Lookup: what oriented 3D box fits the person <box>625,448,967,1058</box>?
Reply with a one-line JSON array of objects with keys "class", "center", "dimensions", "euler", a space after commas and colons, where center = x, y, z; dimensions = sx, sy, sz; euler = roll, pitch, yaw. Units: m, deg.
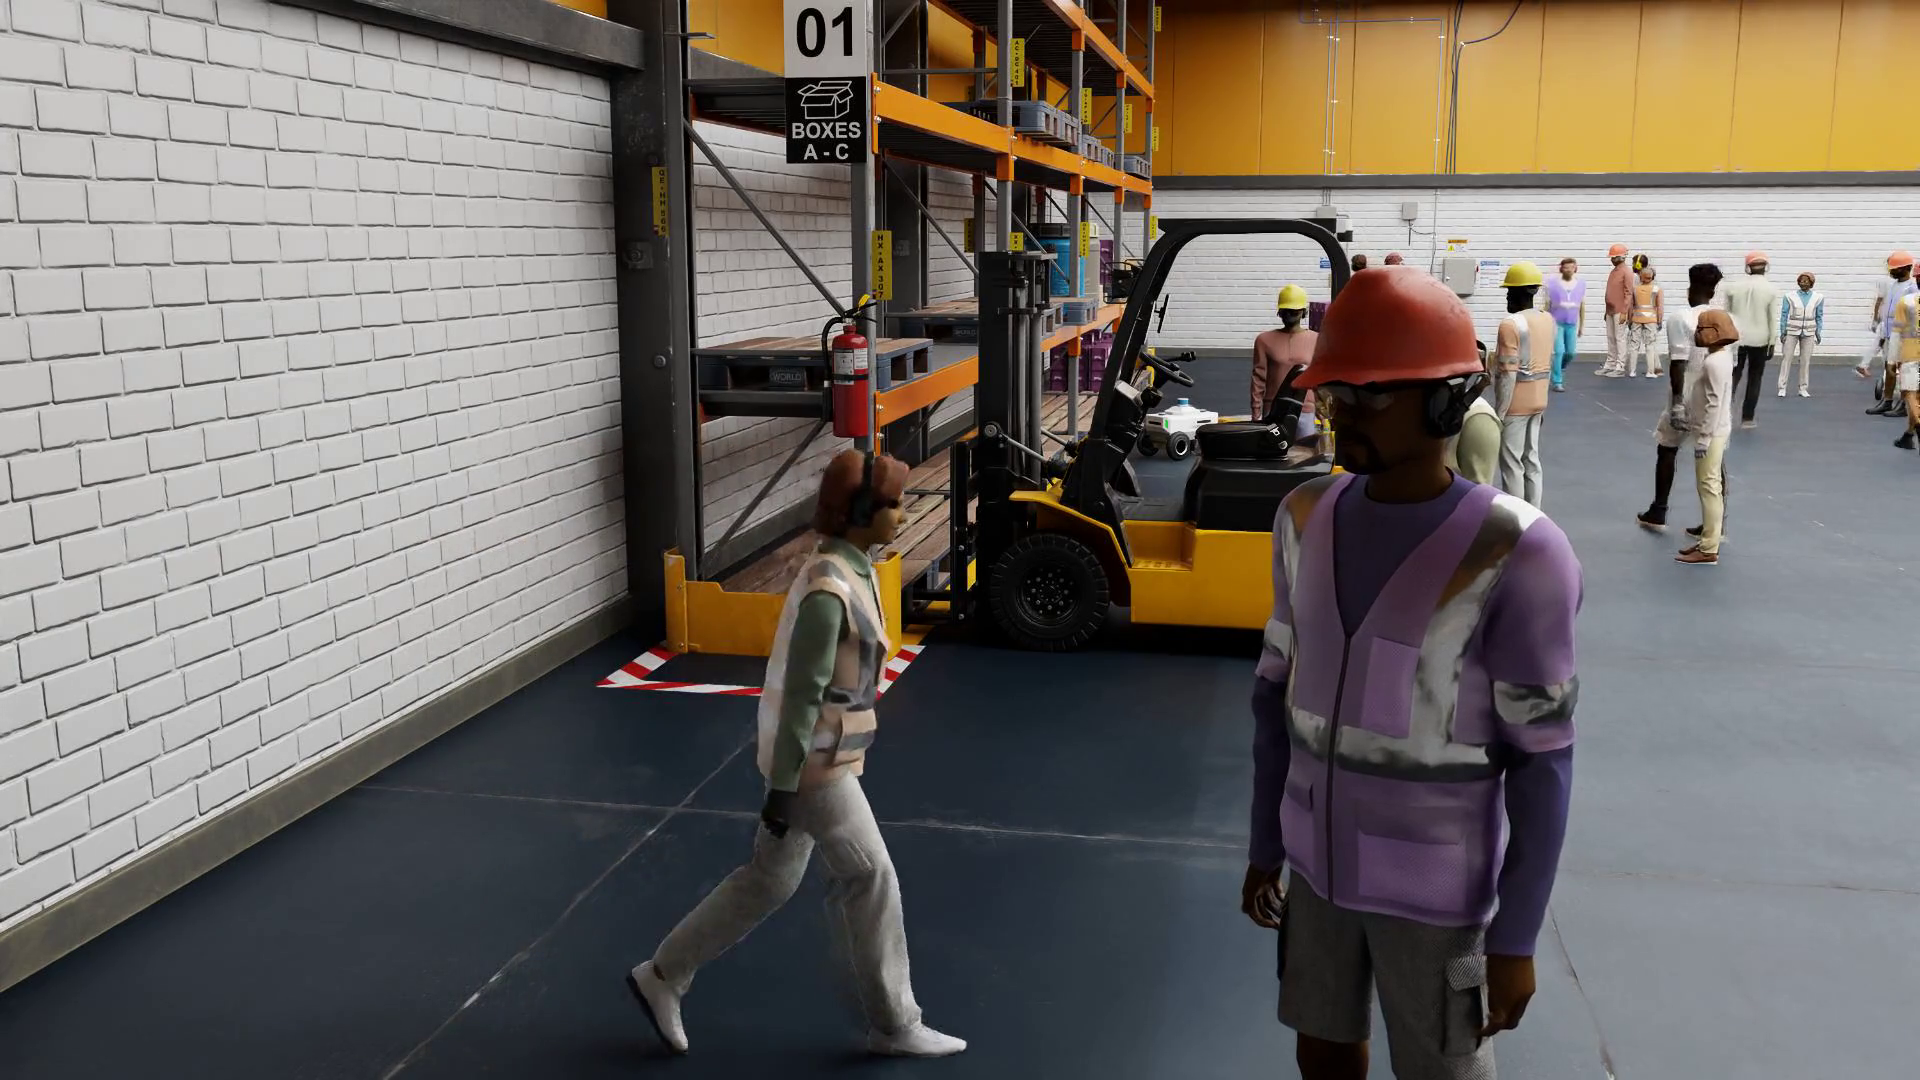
[{"class": "person", "center": [-0.441, 0.551, 4.195], "dimensions": [0.835, 1.589, 0.523], "euler": [0, 10, -2]}]

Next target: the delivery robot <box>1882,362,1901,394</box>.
[{"class": "delivery robot", "center": [12.108, -2.124, 21.407], "dimensions": [0.477, 0.478, 0.707], "euler": [6, 12, 32]}]

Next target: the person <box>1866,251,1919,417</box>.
[{"class": "person", "center": [10.913, -2.392, 19.375], "dimensions": [0.384, 1.927, 0.544], "euler": [-1, 10, -5]}]

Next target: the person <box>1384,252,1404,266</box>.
[{"class": "person", "center": [5.254, -2.535, 20.231], "dimensions": [0.636, 1.903, 0.404], "euler": [2, 11, 12]}]

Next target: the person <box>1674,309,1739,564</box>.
[{"class": "person", "center": [4.800, -0.659, 10.677], "dimensions": [0.269, 1.632, 0.509], "euler": [6, 12, 29]}]

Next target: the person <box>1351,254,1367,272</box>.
[{"class": "person", "center": [6.243, -3.588, 26.239], "dimensions": [0.691, 1.825, 0.564], "euler": [-9, 13, -40]}]

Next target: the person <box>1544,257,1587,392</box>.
[{"class": "person", "center": [8.187, -2.931, 22.614], "dimensions": [0.571, 1.830, 0.597], "euler": [0, 10, -1]}]

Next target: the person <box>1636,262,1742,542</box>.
[{"class": "person", "center": [5.150, -0.974, 11.649], "dimensions": [0.608, 1.905, 0.886], "euler": [-2, 11, -11]}]

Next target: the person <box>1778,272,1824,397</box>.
[{"class": "person", "center": [10.997, -2.684, 21.767], "dimensions": [0.513, 1.637, 0.313], "euler": [3, 11, 14]}]

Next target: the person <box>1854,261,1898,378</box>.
[{"class": "person", "center": [13.585, -3.247, 24.357], "dimensions": [0.535, 1.829, 0.951], "euler": [-5, 12, -27]}]

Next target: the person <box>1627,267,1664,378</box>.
[{"class": "person", "center": [10.159, -3.217, 24.676], "dimensions": [0.514, 1.642, 0.311], "euler": [9, 13, 39]}]

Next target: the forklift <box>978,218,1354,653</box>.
[{"class": "forklift", "center": [1.285, -0.567, 8.635], "dimensions": [2.313, 2.155, 1.214], "euler": [2, 11, 11]}]

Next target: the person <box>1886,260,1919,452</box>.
[{"class": "person", "center": [9.326, -1.779, 16.111], "dimensions": [0.549, 1.905, 0.906], "euler": [2, 11, 10]}]

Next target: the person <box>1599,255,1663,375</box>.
[{"class": "person", "center": [10.284, -3.418, 25.296], "dimensions": [0.978, 1.817, 0.542], "euler": [8, 13, 36]}]

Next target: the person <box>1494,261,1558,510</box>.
[{"class": "person", "center": [3.756, -0.903, 11.208], "dimensions": [0.594, 1.926, 0.366], "euler": [-9, 14, -41]}]

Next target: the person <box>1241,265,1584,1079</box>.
[{"class": "person", "center": [0.713, 0.564, 2.849], "dimensions": [0.376, 2.041, 0.615], "euler": [-8, 13, -36]}]

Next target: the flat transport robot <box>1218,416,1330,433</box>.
[{"class": "flat transport robot", "center": [3.243, -1.170, 17.214], "dimensions": [1.431, 0.197, 0.652], "euler": [-4, 11, -22]}]

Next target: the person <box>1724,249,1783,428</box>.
[{"class": "person", "center": [8.532, -2.159, 18.011], "dimensions": [0.631, 1.958, 0.708], "euler": [9, 13, 39]}]

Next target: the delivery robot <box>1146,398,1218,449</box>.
[{"class": "delivery robot", "center": [2.116, -1.105, 15.820], "dimensions": [0.707, 0.478, 0.477], "euler": [-7, 12, -34]}]

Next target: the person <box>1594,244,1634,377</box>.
[{"class": "person", "center": [9.830, -3.435, 24.926], "dimensions": [0.388, 1.987, 0.608], "euler": [-1, 10, -6]}]

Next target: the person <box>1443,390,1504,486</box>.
[{"class": "person", "center": [1.771, 0.043, 6.322], "dimensions": [0.404, 1.824, 0.586], "euler": [-4, 11, -23]}]

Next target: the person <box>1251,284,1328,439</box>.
[{"class": "person", "center": [2.285, -0.885, 11.558], "dimensions": [0.533, 1.765, 0.323], "euler": [2, 10, 8]}]
